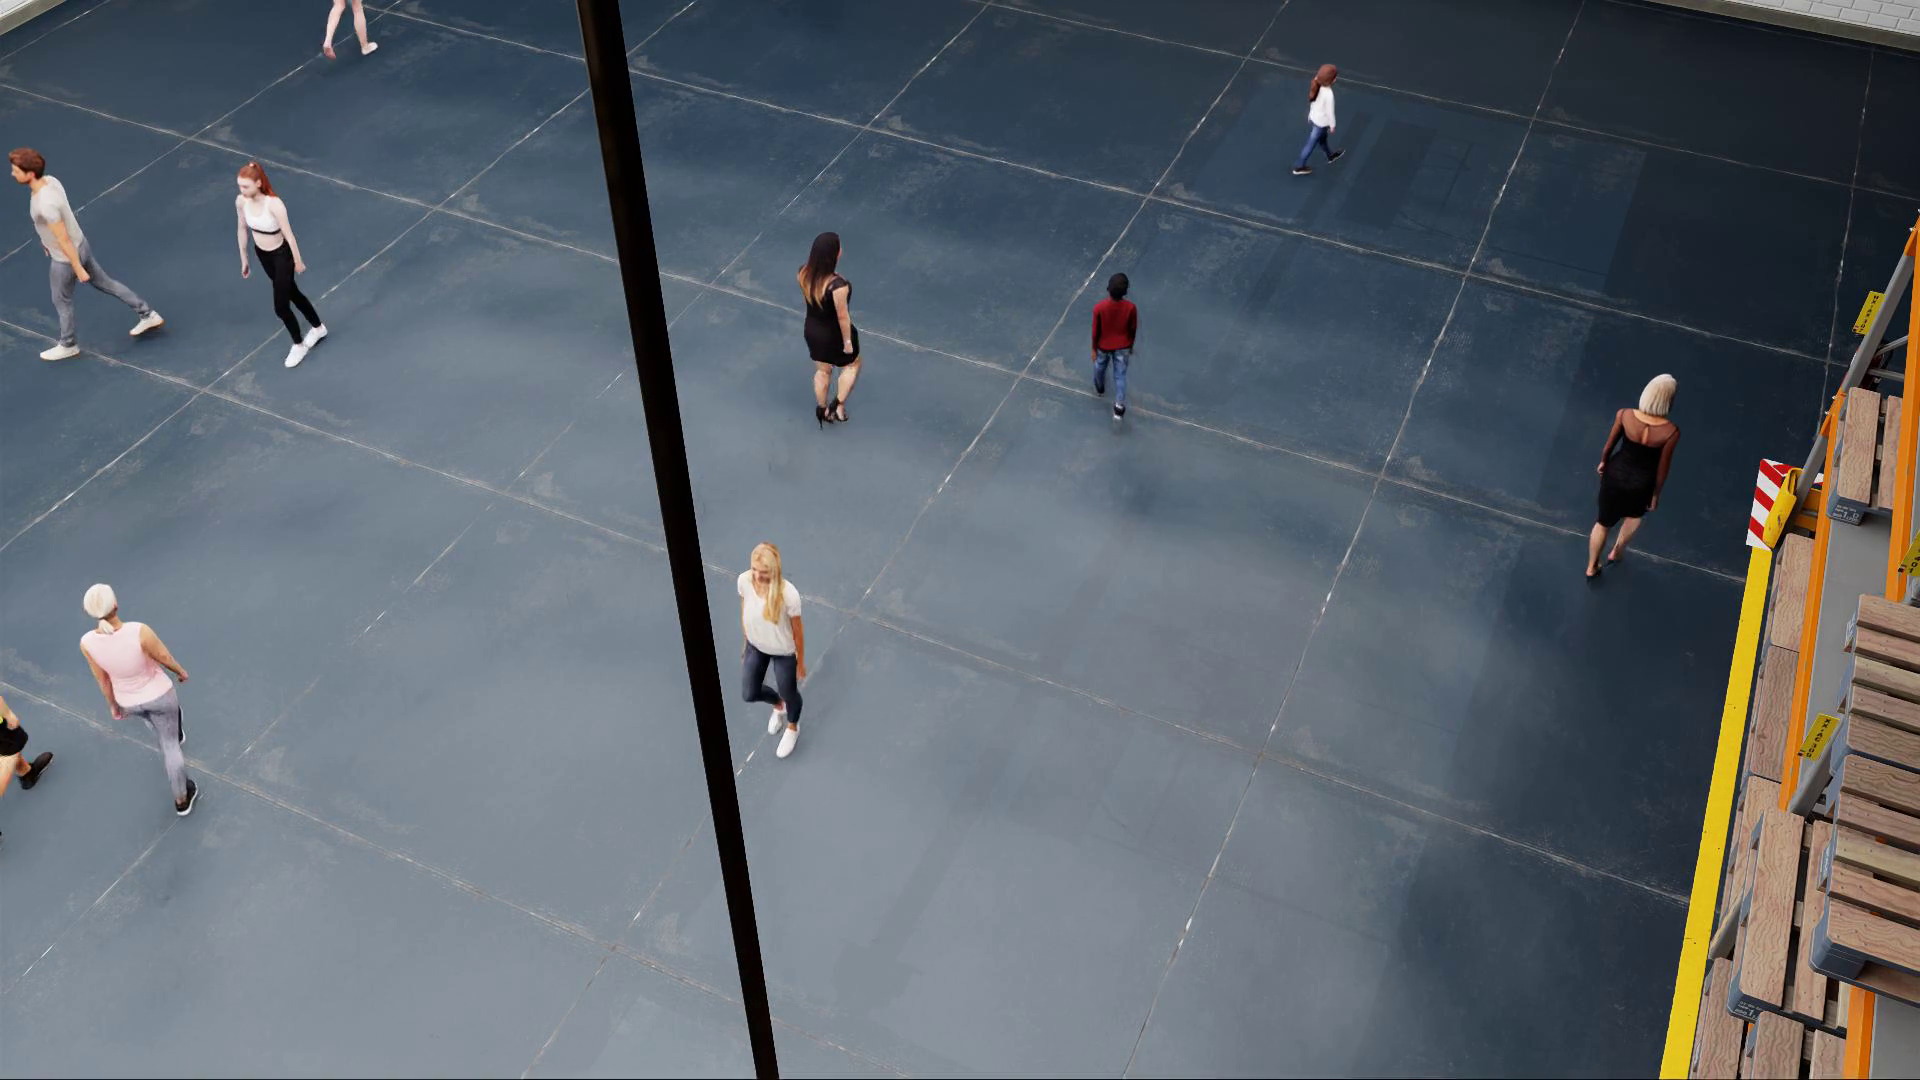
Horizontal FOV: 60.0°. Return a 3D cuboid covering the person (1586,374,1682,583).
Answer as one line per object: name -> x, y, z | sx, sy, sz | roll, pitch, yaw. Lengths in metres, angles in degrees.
person -> 4.541, -0.349, 11.371 | 0.690, 1.724, 0.712 | 27, 50, 25

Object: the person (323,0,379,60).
person -> -6.398, -5.714, 16.982 | 0.592, 1.751, 0.855 | 17, 46, 17

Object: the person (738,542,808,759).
person -> -1.104, 0.617, 10.303 | 0.599, 1.797, 0.629 | 18, 47, 18

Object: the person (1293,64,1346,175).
person -> 3.327, -3.935, 15.599 | 0.780, 1.083, 0.763 | -10, 44, -10

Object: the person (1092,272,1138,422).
person -> 1.203, -1.494, 12.917 | 0.745, 1.247, 0.941 | 0, 44, 0

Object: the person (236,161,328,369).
person -> -5.448, -2.299, 13.417 | 0.583, 1.725, 0.768 | 19, 47, 19

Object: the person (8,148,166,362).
person -> -7.045, -2.317, 13.342 | 1.226, 1.854, 1.190 | -13, 45, -13

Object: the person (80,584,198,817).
person -> -4.895, 1.001, 9.977 | 0.951, 1.691, 1.116 | -8, 44, -8

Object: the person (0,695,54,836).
person -> -5.923, 1.074, 9.904 | 0.698, 1.686, 1.007 | 13, 45, 14

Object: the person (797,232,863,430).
person -> -1.050, -1.518, 12.616 | 0.753, 1.699, 0.719 | 32, 52, 29
